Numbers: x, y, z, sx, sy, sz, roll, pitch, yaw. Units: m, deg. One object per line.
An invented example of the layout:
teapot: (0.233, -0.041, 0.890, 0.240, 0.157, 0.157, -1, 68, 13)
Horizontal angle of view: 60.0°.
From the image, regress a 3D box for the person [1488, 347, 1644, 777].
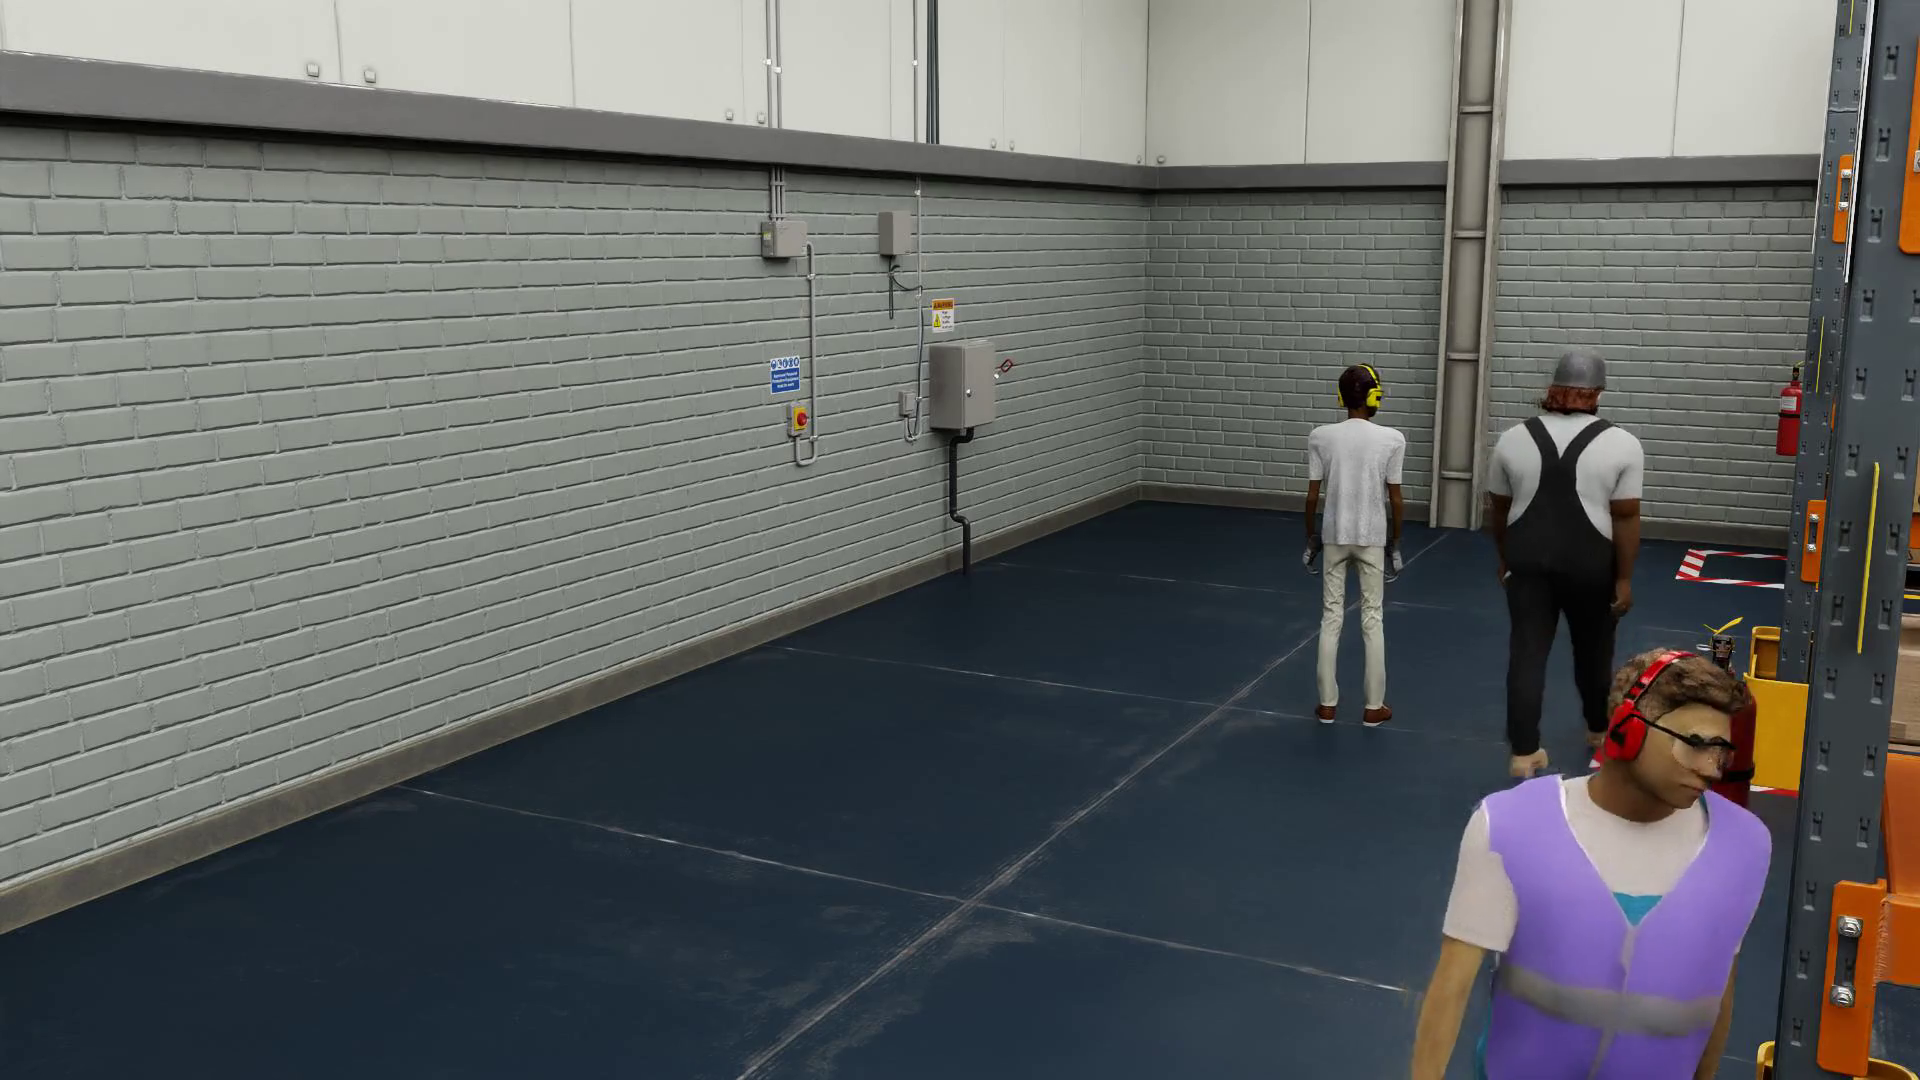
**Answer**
person: (2.897, 0.062, 7.908, 0.708, 2.000, 0.975, 7, 13, 34)

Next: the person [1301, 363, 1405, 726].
person: (2.020, 0.030, 8.565, 0.517, 1.865, 0.334, 4, 11, 20)

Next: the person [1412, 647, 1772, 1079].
person: (1.136, 1.069, 3.105, 0.675, 1.782, 0.967, 1, 10, 8)
